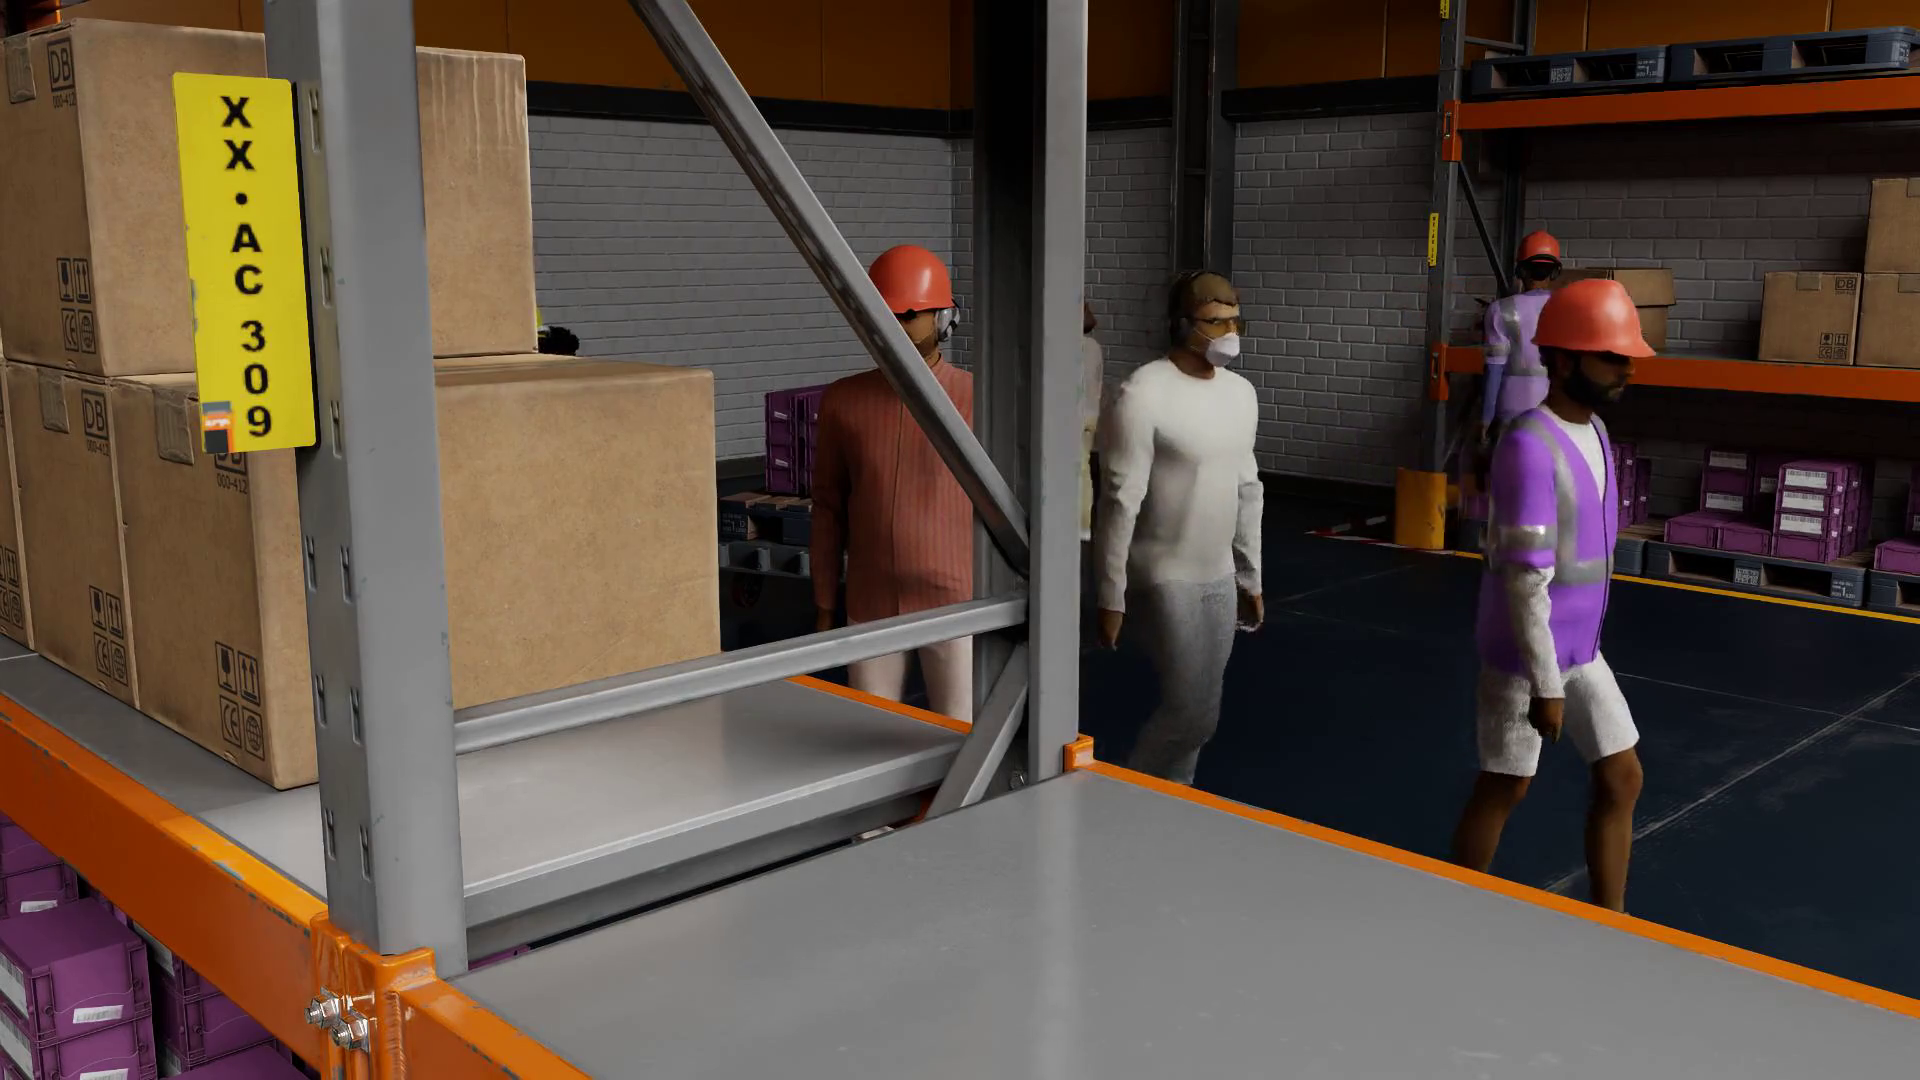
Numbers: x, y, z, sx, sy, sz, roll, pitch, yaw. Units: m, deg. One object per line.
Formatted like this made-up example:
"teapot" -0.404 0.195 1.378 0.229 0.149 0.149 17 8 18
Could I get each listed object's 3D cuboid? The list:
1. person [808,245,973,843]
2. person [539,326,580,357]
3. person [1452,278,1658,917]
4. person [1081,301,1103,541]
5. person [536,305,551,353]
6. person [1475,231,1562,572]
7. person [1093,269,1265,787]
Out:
"person" -0.129 0.181 4.683 0.626 1.992 0.387 2 11 13
"person" -1.717 -0.034 6.747 0.528 1.674 0.537 2 11 10
"person" 1.631 0.294 4.304 0.809 1.905 0.572 9 14 41
"person" 0.730 -0.778 10.949 0.379 1.616 0.533 8 13 37
"person" -1.582 0.014 6.031 0.404 1.833 0.591 2 11 12
"person" 3.288 -0.747 9.610 0.605 2.045 0.378 0 10 0
"person" 0.700 0.143 5.081 0.435 1.921 0.650 10 14 42
